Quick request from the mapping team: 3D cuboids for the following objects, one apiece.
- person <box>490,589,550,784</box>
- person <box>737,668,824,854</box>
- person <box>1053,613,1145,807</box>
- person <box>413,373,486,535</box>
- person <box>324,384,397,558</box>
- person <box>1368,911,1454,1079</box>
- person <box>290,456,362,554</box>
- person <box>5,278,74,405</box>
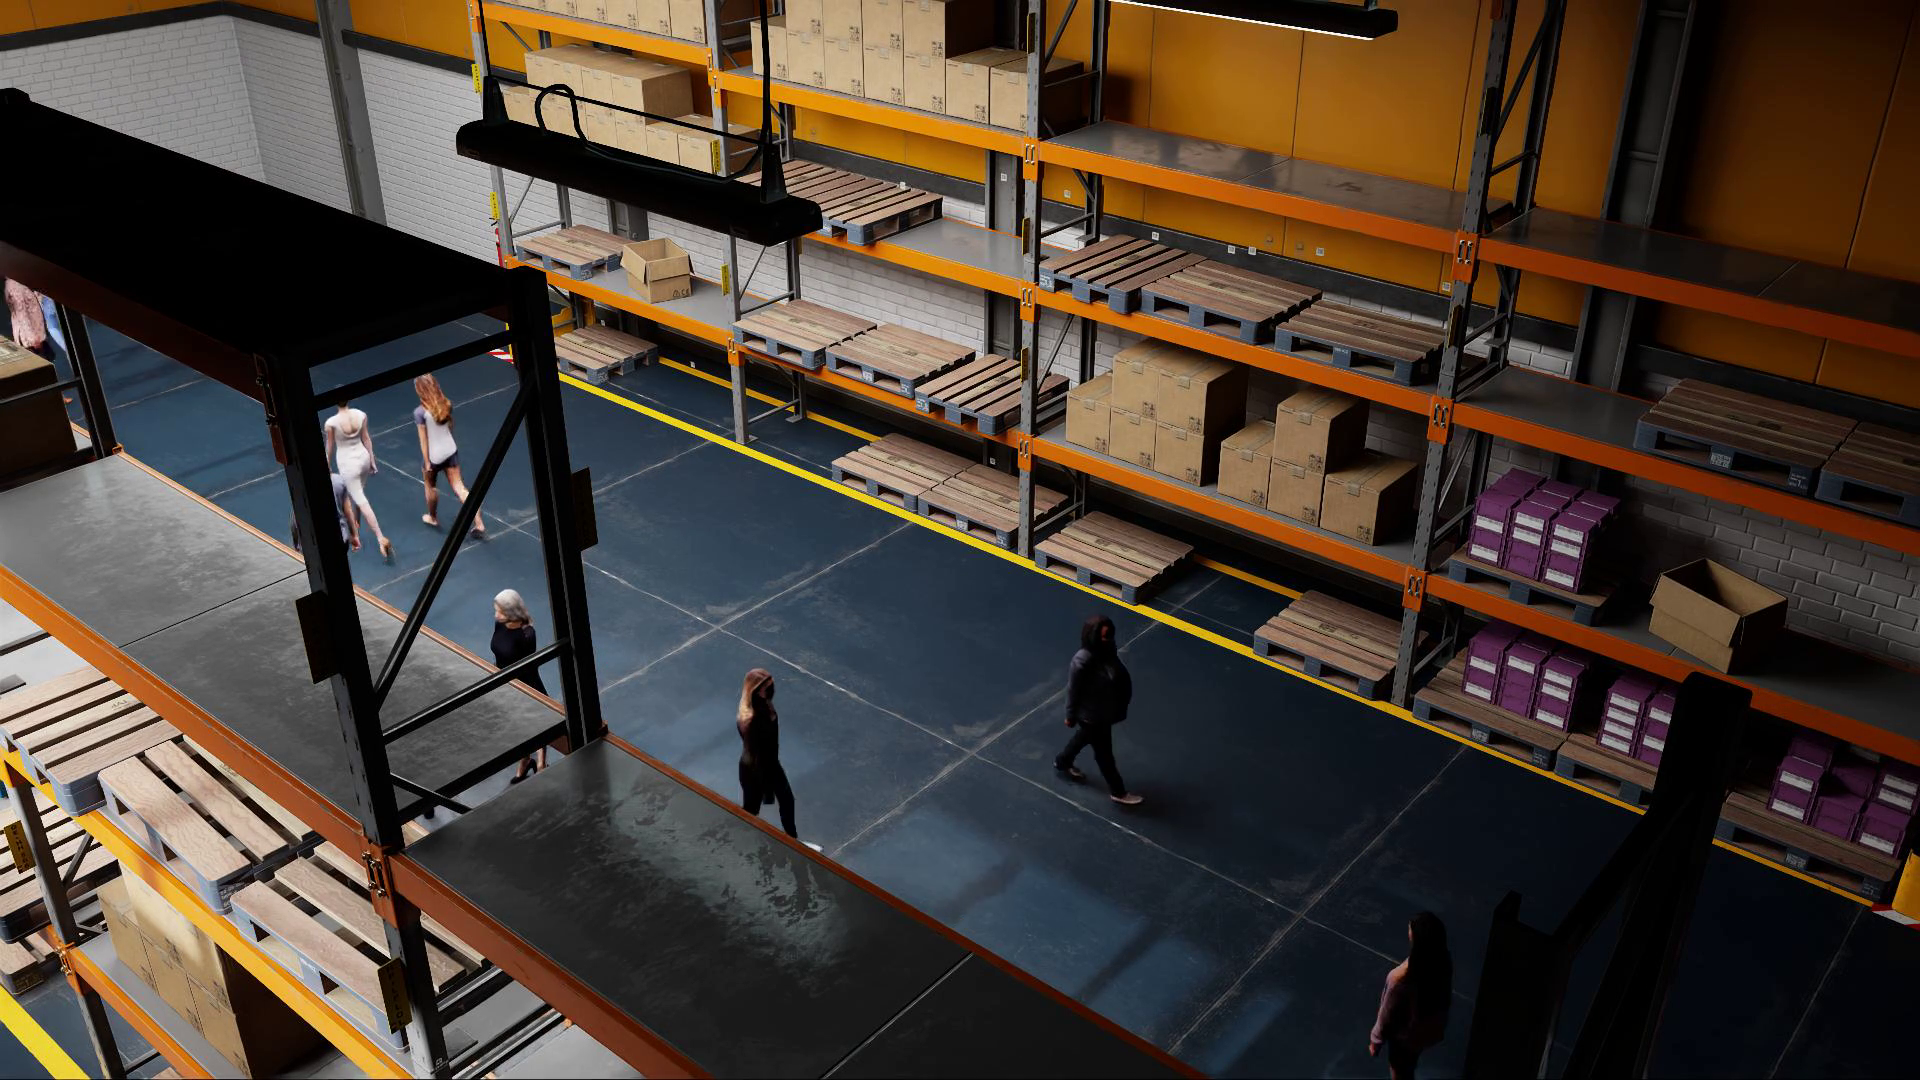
[{"bbox_3d":[-3.345,1.132,12.637,0.511,1.749,0.662,19,34,31],"label":"person"},{"bbox_3d":[-1.506,1.617,11.816,0.964,1.684,0.860,6,29,10],"label":"person"},{"bbox_3d":[0.976,1.251,12.617,1.104,1.558,0.808,15,32,26],"label":"person"},{"bbox_3d":[-5.011,-0.801,16.238,1.089,1.693,0.658,20,34,32],"label":"person"},{"bbox_3d":[-5.730,-0.622,15.851,0.672,1.749,1.110,-24,37,-37],"label":"person"},{"bbox_3d":[2.623,2.873,9.393,0.706,1.798,0.690,-18,33,-29],"label":"person"},{"bbox_3d":[-5.427,0.111,14.427,1.223,1.826,0.656,21,35,33],"label":"person"},{"bbox_3d":[-10.692,-2.347,18.965,0.923,1.796,0.857,-13,31,-23],"label":"person"}]
